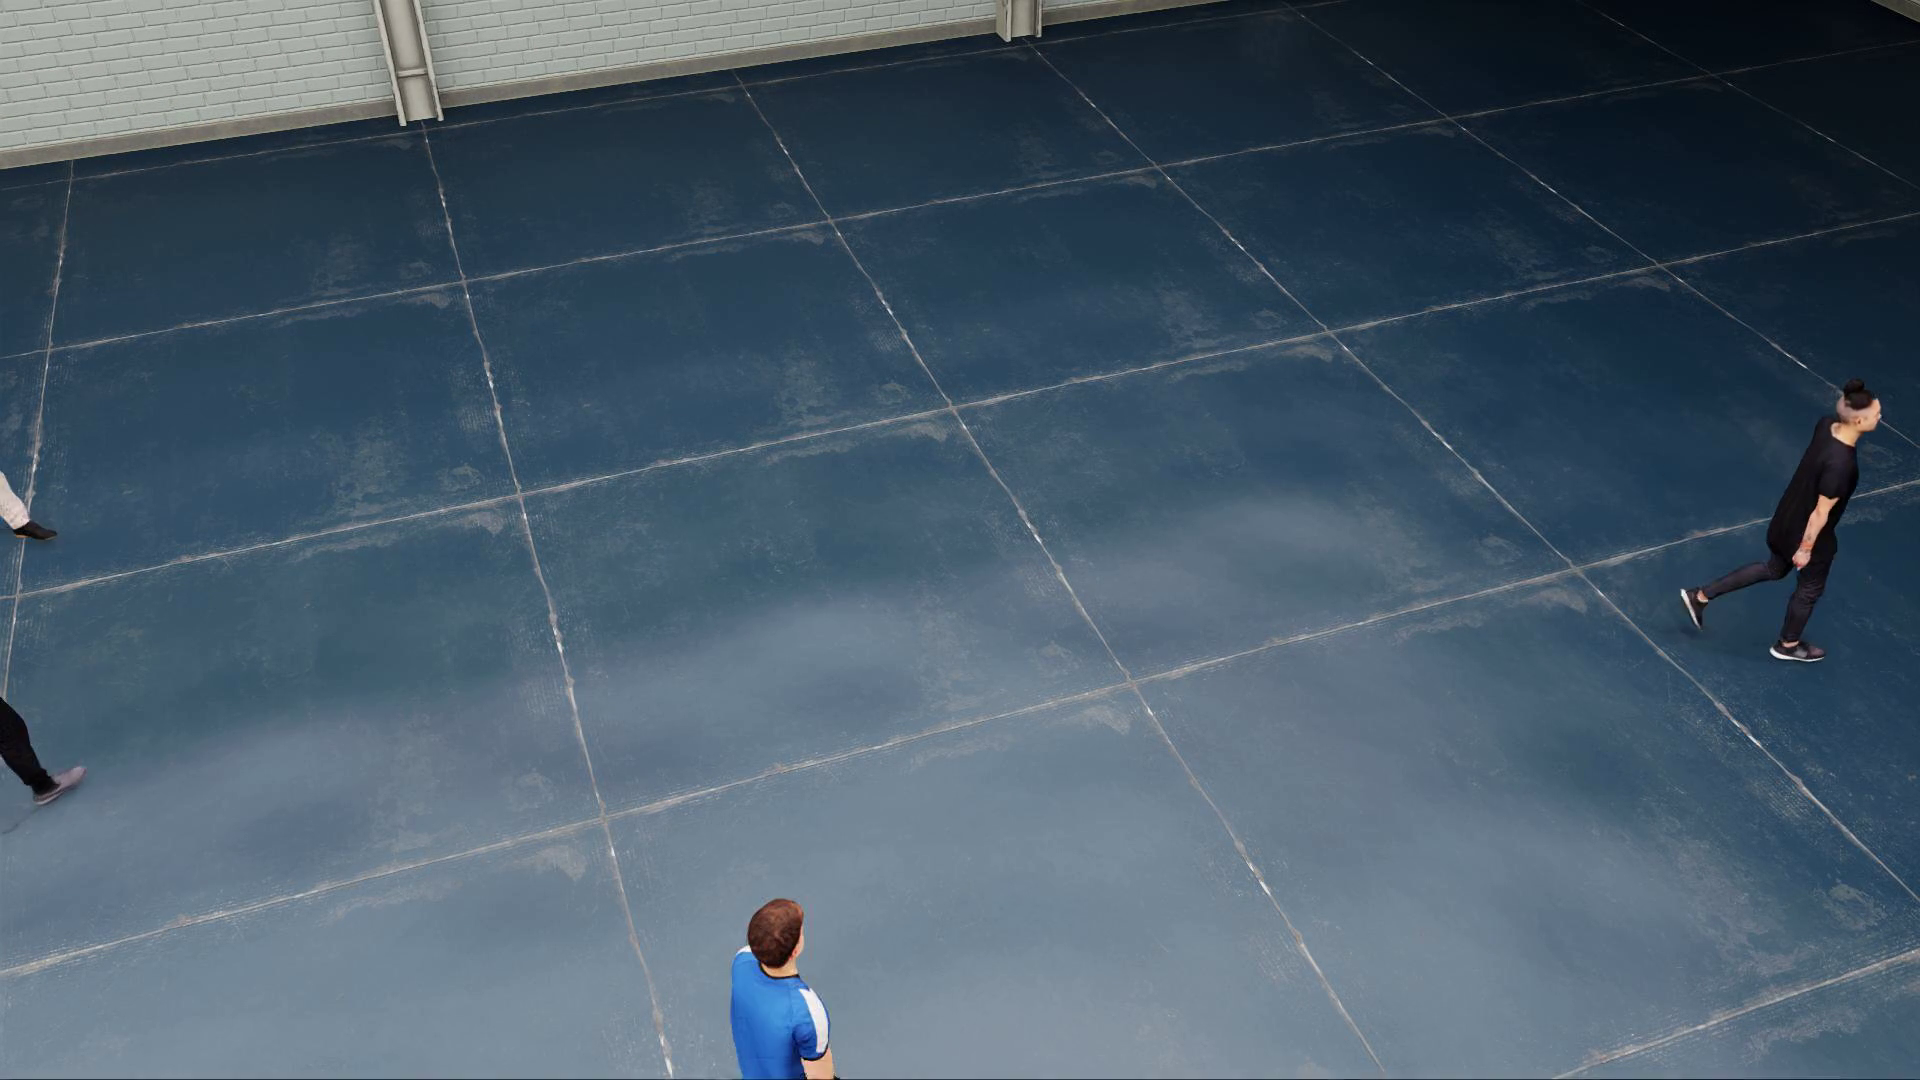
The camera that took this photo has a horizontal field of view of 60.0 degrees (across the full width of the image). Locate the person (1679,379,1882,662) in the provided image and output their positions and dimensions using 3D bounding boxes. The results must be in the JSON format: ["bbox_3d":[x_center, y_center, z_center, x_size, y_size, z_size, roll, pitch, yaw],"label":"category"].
[{"bbox_3d":[4.552,-0.112,9.108,1.203,1.845,1.063,9,39,12],"label":"person"}]

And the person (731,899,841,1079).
[{"bbox_3d":[-0.714,2.104,6.279,0.937,1.839,1.046,26,45,29],"label":"person"}]
